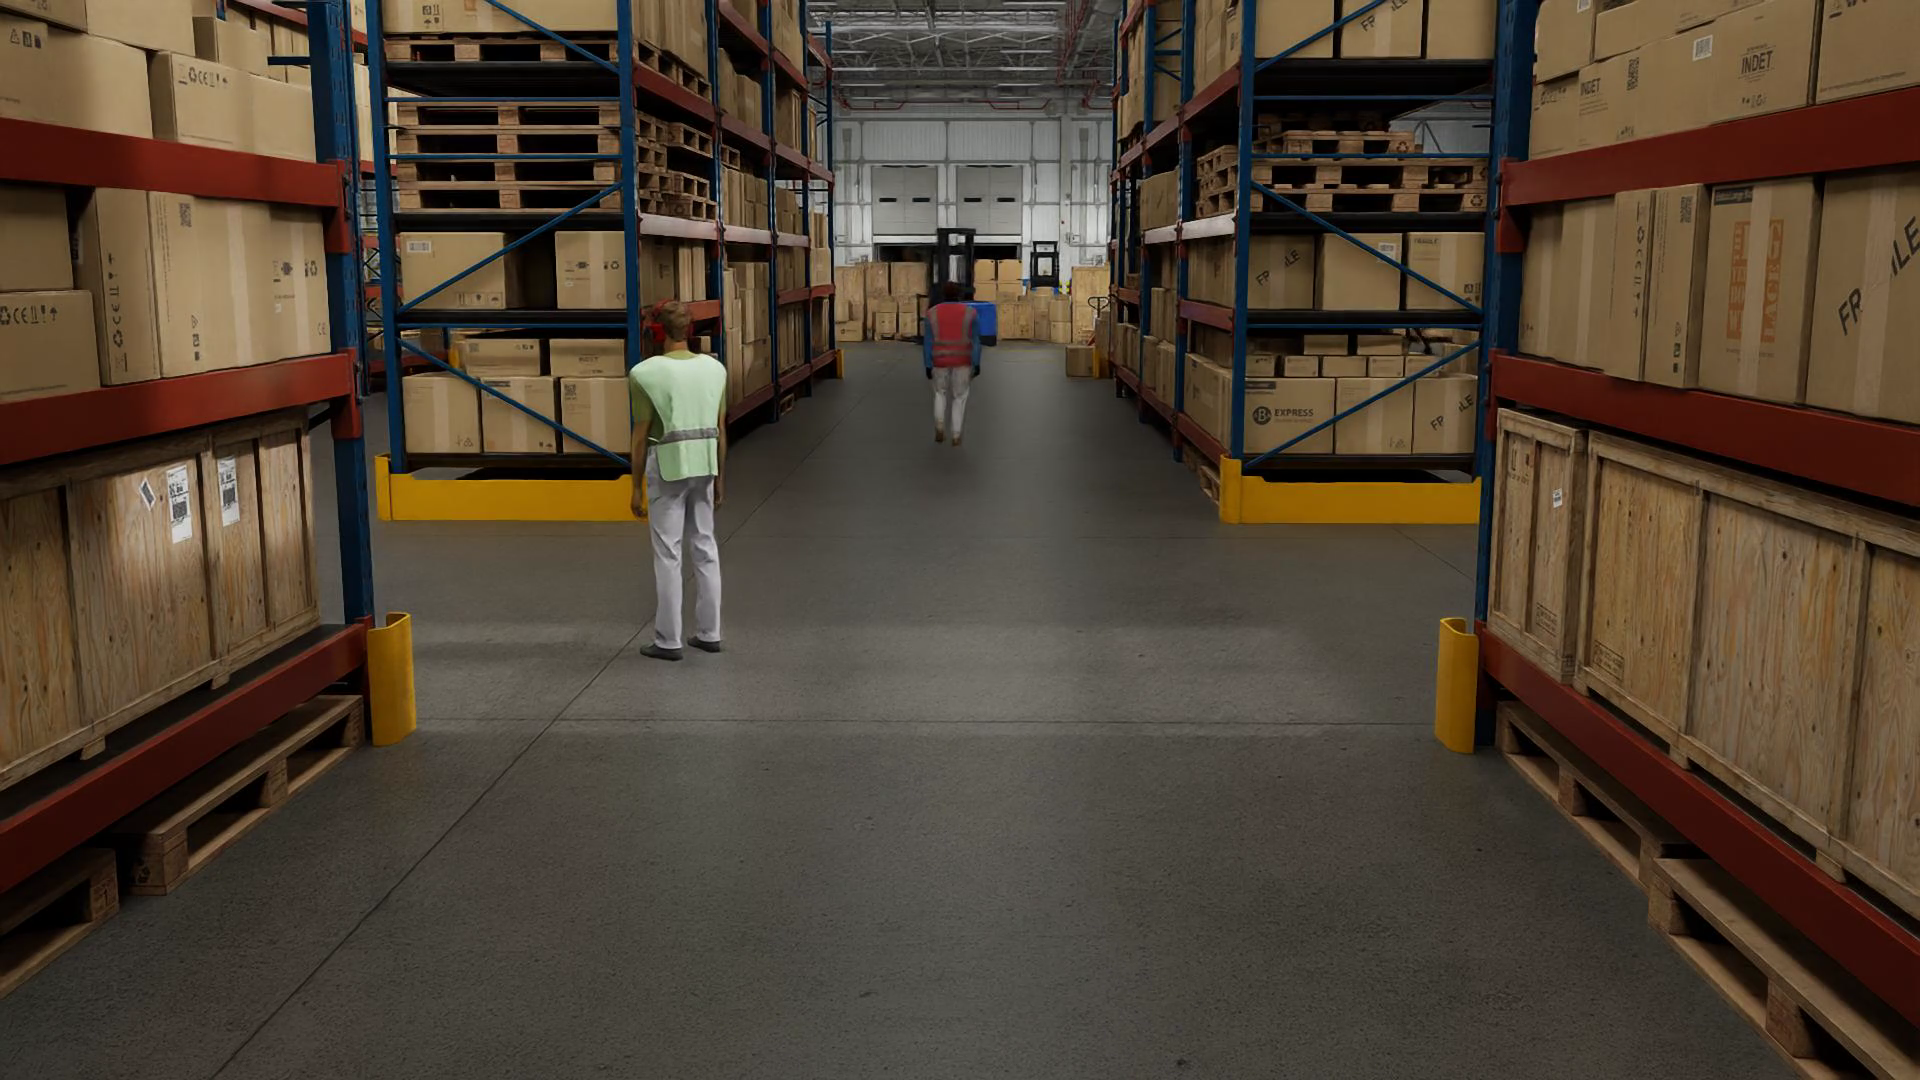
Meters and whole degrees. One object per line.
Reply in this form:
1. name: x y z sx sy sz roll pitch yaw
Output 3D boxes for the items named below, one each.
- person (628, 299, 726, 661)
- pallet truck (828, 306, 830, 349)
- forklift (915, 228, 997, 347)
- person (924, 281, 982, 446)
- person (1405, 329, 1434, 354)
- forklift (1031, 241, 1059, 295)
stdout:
1. person: -1.421 -0.299 8.488 0.560 1.836 0.389 -9 13 -42
2. pallet truck: -3.100 -3.940 29.800 1.885 1.965 0.823 3 10 19
3. forklift: -0.076 -5.970 39.321 1.129 2.768 1.873 -7 12 -37
4. person: -0.070 -1.972 18.596 0.629 1.812 0.864 1 10 6
5. person: 9.994 -4.985 36.394 0.943 1.900 0.547 6 11 32
6. forklift: 3.201 -9.896 62.839 1.129 2.768 1.873 0 9 1
